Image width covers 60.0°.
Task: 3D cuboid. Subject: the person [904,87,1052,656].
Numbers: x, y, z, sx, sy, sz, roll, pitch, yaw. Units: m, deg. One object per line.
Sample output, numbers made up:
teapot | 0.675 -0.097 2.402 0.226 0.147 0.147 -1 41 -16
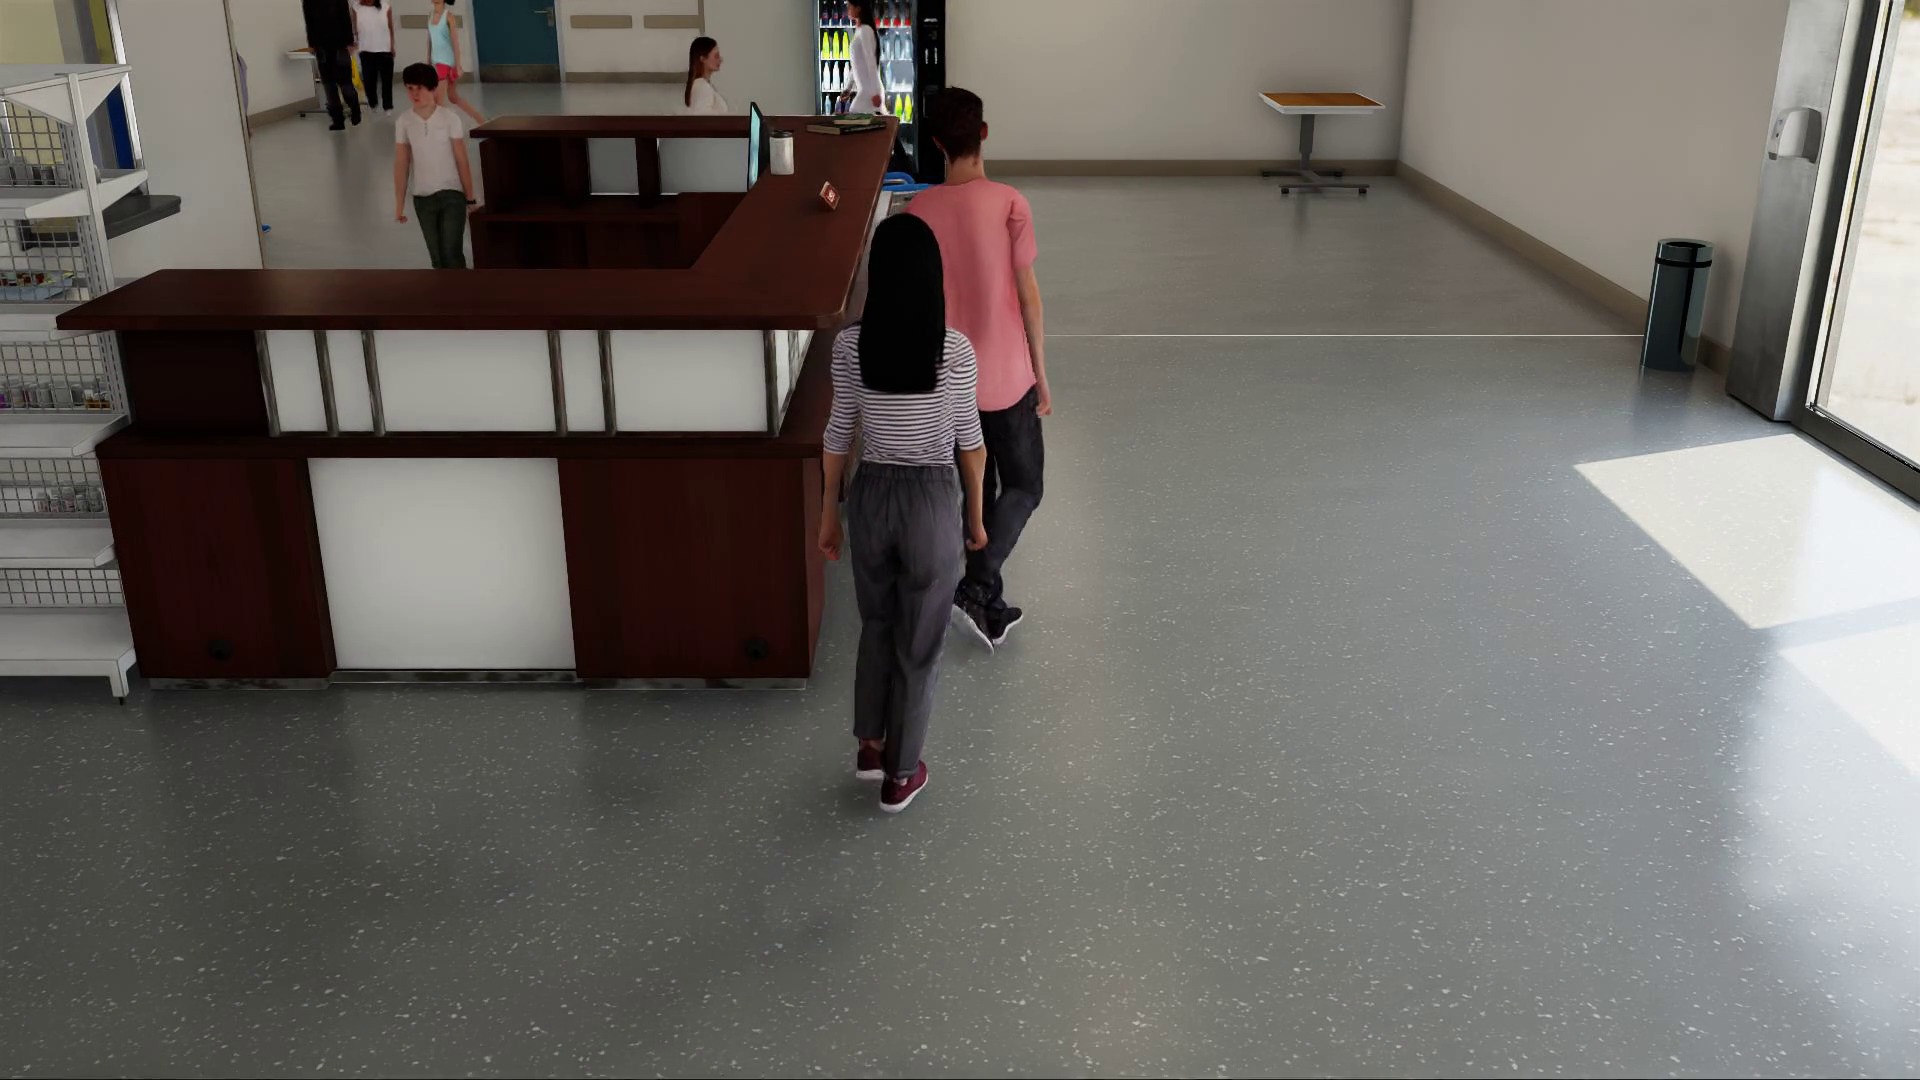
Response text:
person | 0.023 -0.496 5.595 0.962 1.933 0.944 10 23 25

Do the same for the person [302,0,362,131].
person | -7.426 -5.836 19.747 0.679 1.894 0.757 0 21 1

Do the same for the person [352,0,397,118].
person | -7.386 -6.229 21.094 0.631 1.676 0.769 -5 21 -12

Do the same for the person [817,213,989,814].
person | -0.183 -0.005 4.609 0.661 1.713 0.754 7 22 18

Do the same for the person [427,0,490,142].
person | -5.593 -5.202 18.303 1.152 1.731 1.166 18 27 38

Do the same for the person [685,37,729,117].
person | -1.839 -2.597 11.502 0.689 1.677 0.706 -7 22 -17

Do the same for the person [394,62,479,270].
person | -3.163 -2.083 10.199 0.649 1.638 0.665 0 21 1

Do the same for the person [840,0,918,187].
person | -0.731 -4.051 15.247 1.214 1.744 0.610 0 21 0
